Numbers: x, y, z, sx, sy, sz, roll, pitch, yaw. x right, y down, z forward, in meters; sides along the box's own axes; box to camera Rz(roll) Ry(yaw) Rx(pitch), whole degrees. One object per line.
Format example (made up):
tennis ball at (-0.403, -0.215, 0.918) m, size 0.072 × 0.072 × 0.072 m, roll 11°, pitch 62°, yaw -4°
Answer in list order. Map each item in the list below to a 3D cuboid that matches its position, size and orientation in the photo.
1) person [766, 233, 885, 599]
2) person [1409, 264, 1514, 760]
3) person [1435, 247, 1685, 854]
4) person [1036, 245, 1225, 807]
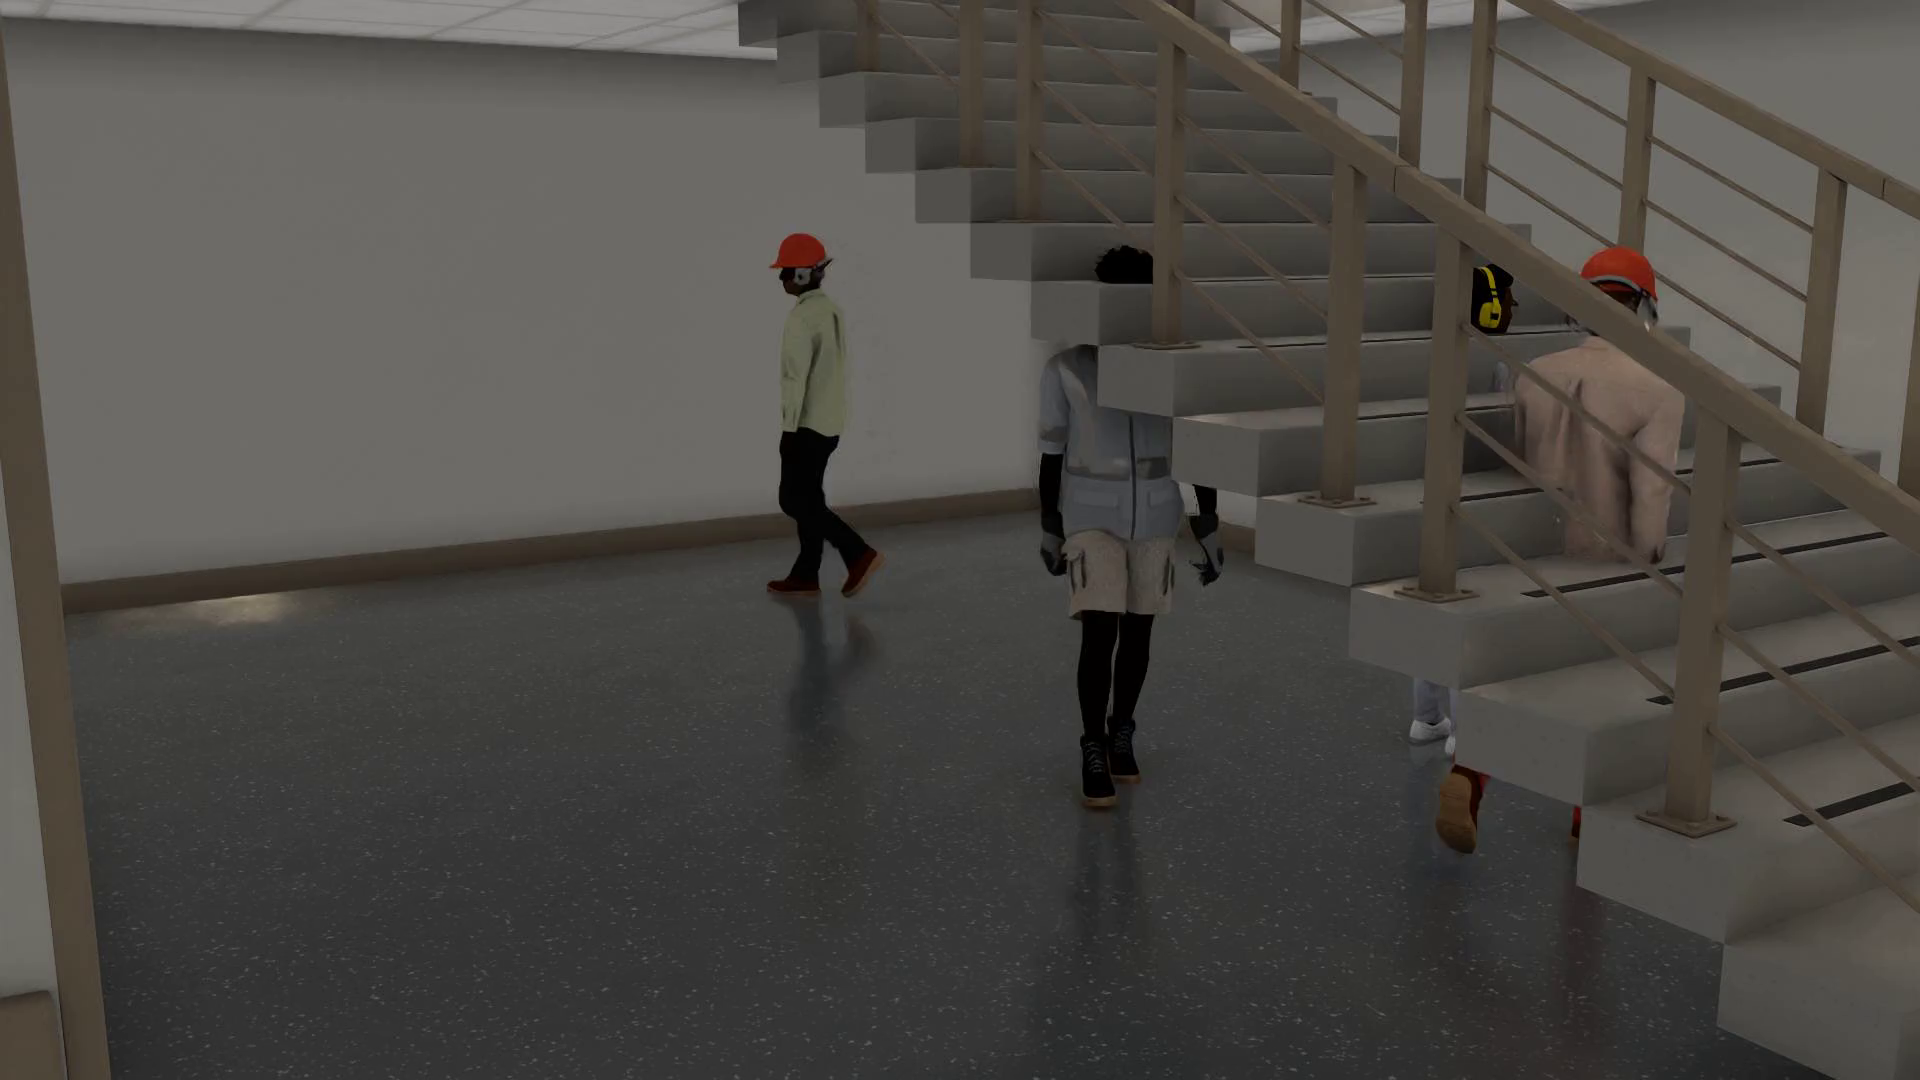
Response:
person at (-0.744, -0.631, 8.837) m, size 0.657 × 1.976 × 0.634 m, roll 3°, pitch 11°, yaw 16°
person at (1.938, -0.101, 6.321) m, size 0.329 × 1.873 × 0.514 m, roll -3°, pitch 11°, yaw -17°
person at (1.896, 0.073, 5.198) m, size 0.803 × 1.955 × 0.627 m, roll -8°, pitch 13°, yaw -35°
person at (0.603, -0.040, 5.807) m, size 0.627 × 1.939 × 0.738 m, roll -1°, pitch 11°, yaw -7°
